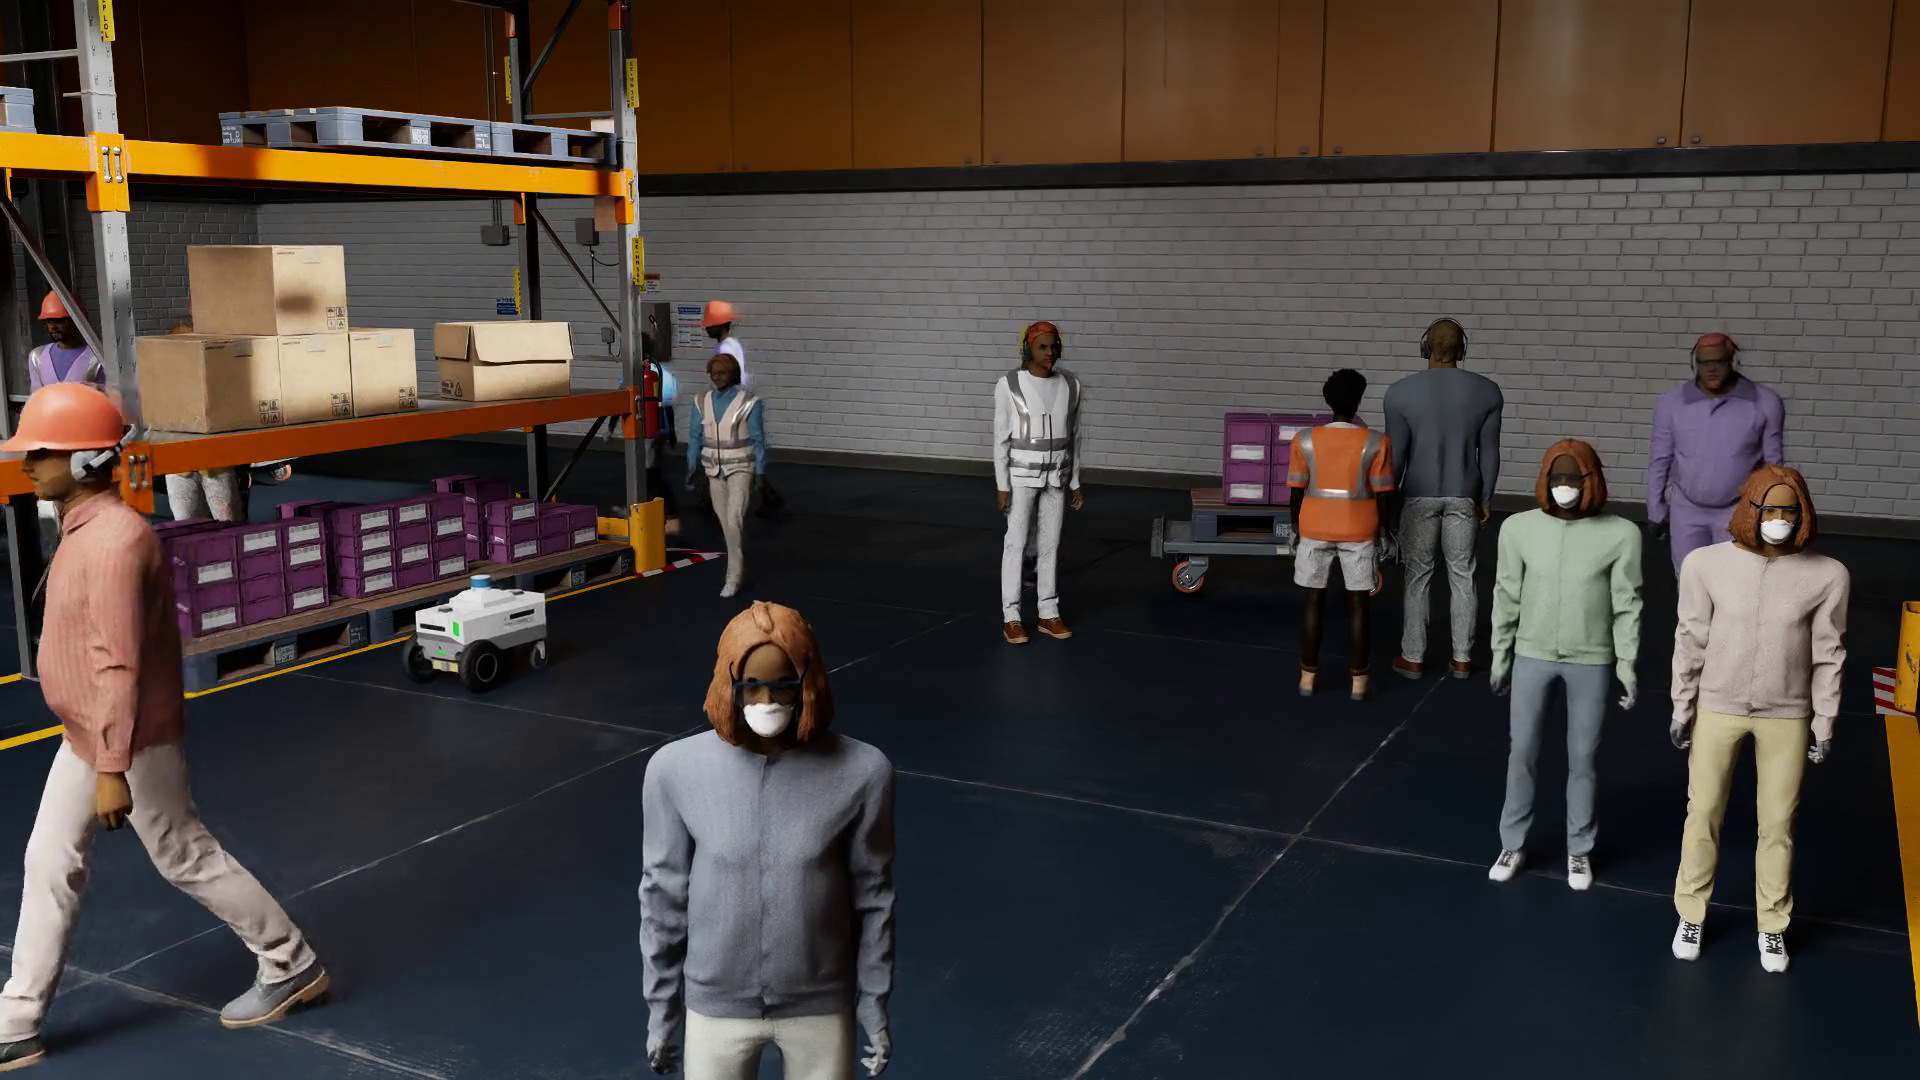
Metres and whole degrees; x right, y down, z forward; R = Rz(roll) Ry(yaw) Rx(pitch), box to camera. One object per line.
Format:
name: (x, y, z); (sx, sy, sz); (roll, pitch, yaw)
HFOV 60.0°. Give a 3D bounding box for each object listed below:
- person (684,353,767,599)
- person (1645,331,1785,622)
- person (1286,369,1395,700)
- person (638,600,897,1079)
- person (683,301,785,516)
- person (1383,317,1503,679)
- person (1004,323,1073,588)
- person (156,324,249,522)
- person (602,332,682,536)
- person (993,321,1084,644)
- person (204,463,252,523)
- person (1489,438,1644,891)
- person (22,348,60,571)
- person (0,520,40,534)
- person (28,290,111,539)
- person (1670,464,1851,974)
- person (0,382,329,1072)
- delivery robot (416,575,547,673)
person: (-1.589, -0.420, 11.053); (0.519, 1.614, 0.709); (4, 11, 23)
person: (3.960, -0.158, 8.761); (0.669, 1.875, 0.474); (6, 12, 32)
person: (1.943, -0.027, 8.526); (0.540, 1.695, 0.317); (4, 10, 20)
person: (-0.368, 0.918, 3.240); (0.497, 1.632, 0.289); (-1, 10, -5)
person: (-1.957, -1.118, 14.378); (0.856, 1.901, 0.605); (-1, 10, -4)
person: (2.559, -0.214, 8.908); (0.627, 1.940, 0.376); (1, 10, 3)
person: (0.521, -0.571, 11.339); (0.610, 1.812, 0.437); (6, 12, 32)
person: (-4.869, -0.461, 10.664); (0.625, 1.837, 0.430); (-1, 10, -5)
person: (-2.599, -0.863, 13.527); (0.901, 1.630, 0.539); (6, 11, 29)
person: (0.463, -0.338, 9.787); (0.572, 1.883, 0.355); (-5, 11, -25)
person: (-5.107, -0.677, 11.422); (0.620, 2.009, 0.920); (6, 12, 33)
person: (2.165, 0.448, 5.976); (0.508, 1.628, 0.277); (5, 11, 25)
person: (-6.887, -0.707, 11.899); (0.983, 1.885, 0.633); (4, 11, 23)
person: (-7.748, -0.990, 13.402); (0.547, 1.938, 0.377); (2, 10, 13)
person: (-5.815, -0.619, 10.951); (0.607, 2.045, 0.390); (0, 10, 3)
person: (2.529, 0.566, 5.305); (0.497, 1.629, 0.277); (4, 11, 21)
person: (-2.360, 0.523, 4.670); (1.060, 1.941, 0.628); (-8, 12, -37)
delivery robot: (-2.555, 0.431, 8.908); (0.477, 0.478, 0.707); (5, 11, 29)
